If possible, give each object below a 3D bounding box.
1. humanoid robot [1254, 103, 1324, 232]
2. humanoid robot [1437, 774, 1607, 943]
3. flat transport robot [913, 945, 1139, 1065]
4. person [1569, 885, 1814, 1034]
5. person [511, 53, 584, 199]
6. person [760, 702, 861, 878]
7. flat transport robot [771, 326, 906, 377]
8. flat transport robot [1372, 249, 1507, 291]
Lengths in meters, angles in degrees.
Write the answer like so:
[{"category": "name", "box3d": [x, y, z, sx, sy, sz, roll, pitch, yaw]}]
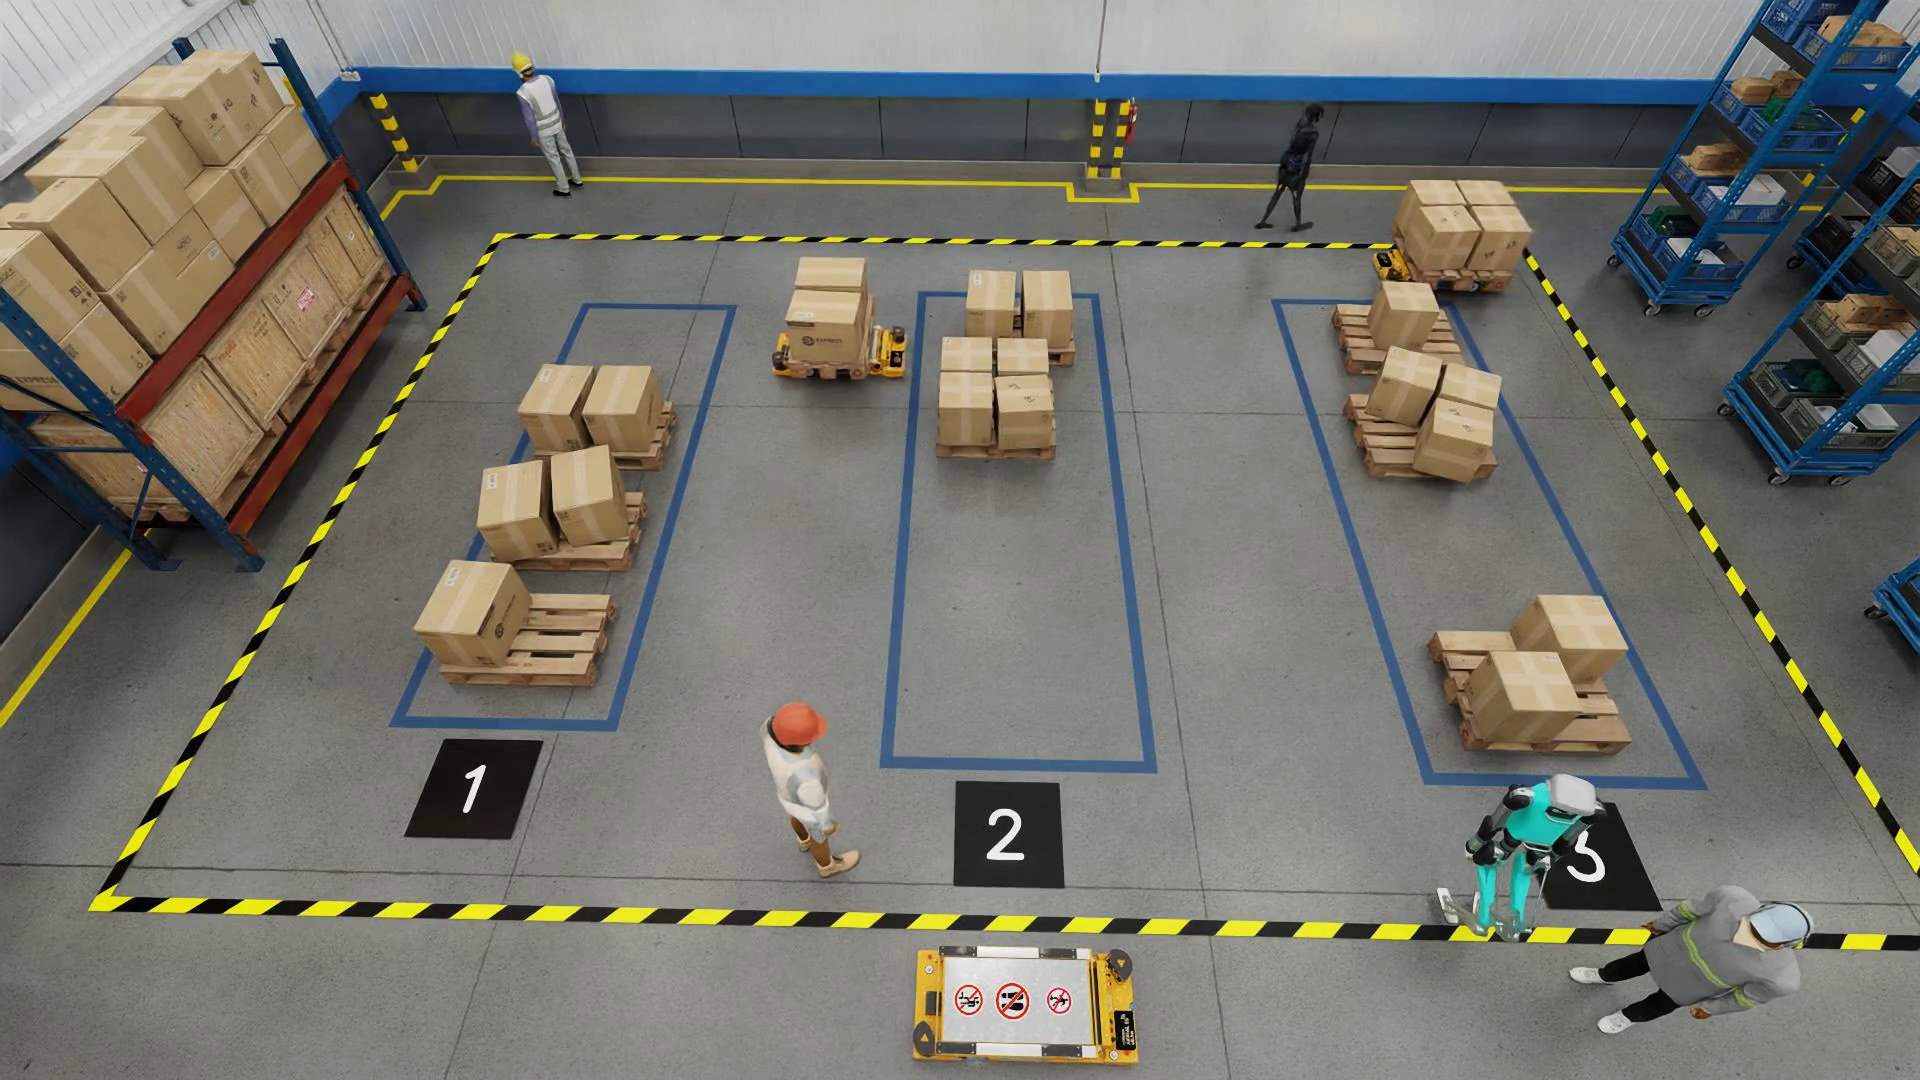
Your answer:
[{"category": "humanoid robot", "box3d": [4.196, -4.601, 11.342, 0.695, 1.634, 0.590, -7, 51, -6]}, {"category": "humanoid robot", "box3d": [3.480, 2.117, 5.725, 0.533, 1.677, 0.735, 10, 51, 8]}, {"category": "flat transport robot", "box3d": [0.422, 3.041, 6.007, 1.431, 0.231, 0.659, 1, 51, 1]}, {"category": "person", "box3d": [4.315, 2.505, 5.422, 0.372, 1.852, 0.590, -6, 51, -5]}, {"category": "person", "box3d": [-5.338, -5.323, 11.822, 0.403, 1.822, 0.588, 22, 54, 17]}, {"category": "person", "box3d": [-0.986, 1.641, 6.011, 0.400, 2.034, 0.607, -29, 57, -22]}, {"category": "flat transport robot", "box3d": [-1.337, -2.113, 10.190, 1.431, 0.197, 0.652, 1, 51, 1]}, {"category": "flat transport robot", "box3d": [5.850, -3.315, 11.170, 1.431, 0.197, 0.652, 1, 51, 1]}]
